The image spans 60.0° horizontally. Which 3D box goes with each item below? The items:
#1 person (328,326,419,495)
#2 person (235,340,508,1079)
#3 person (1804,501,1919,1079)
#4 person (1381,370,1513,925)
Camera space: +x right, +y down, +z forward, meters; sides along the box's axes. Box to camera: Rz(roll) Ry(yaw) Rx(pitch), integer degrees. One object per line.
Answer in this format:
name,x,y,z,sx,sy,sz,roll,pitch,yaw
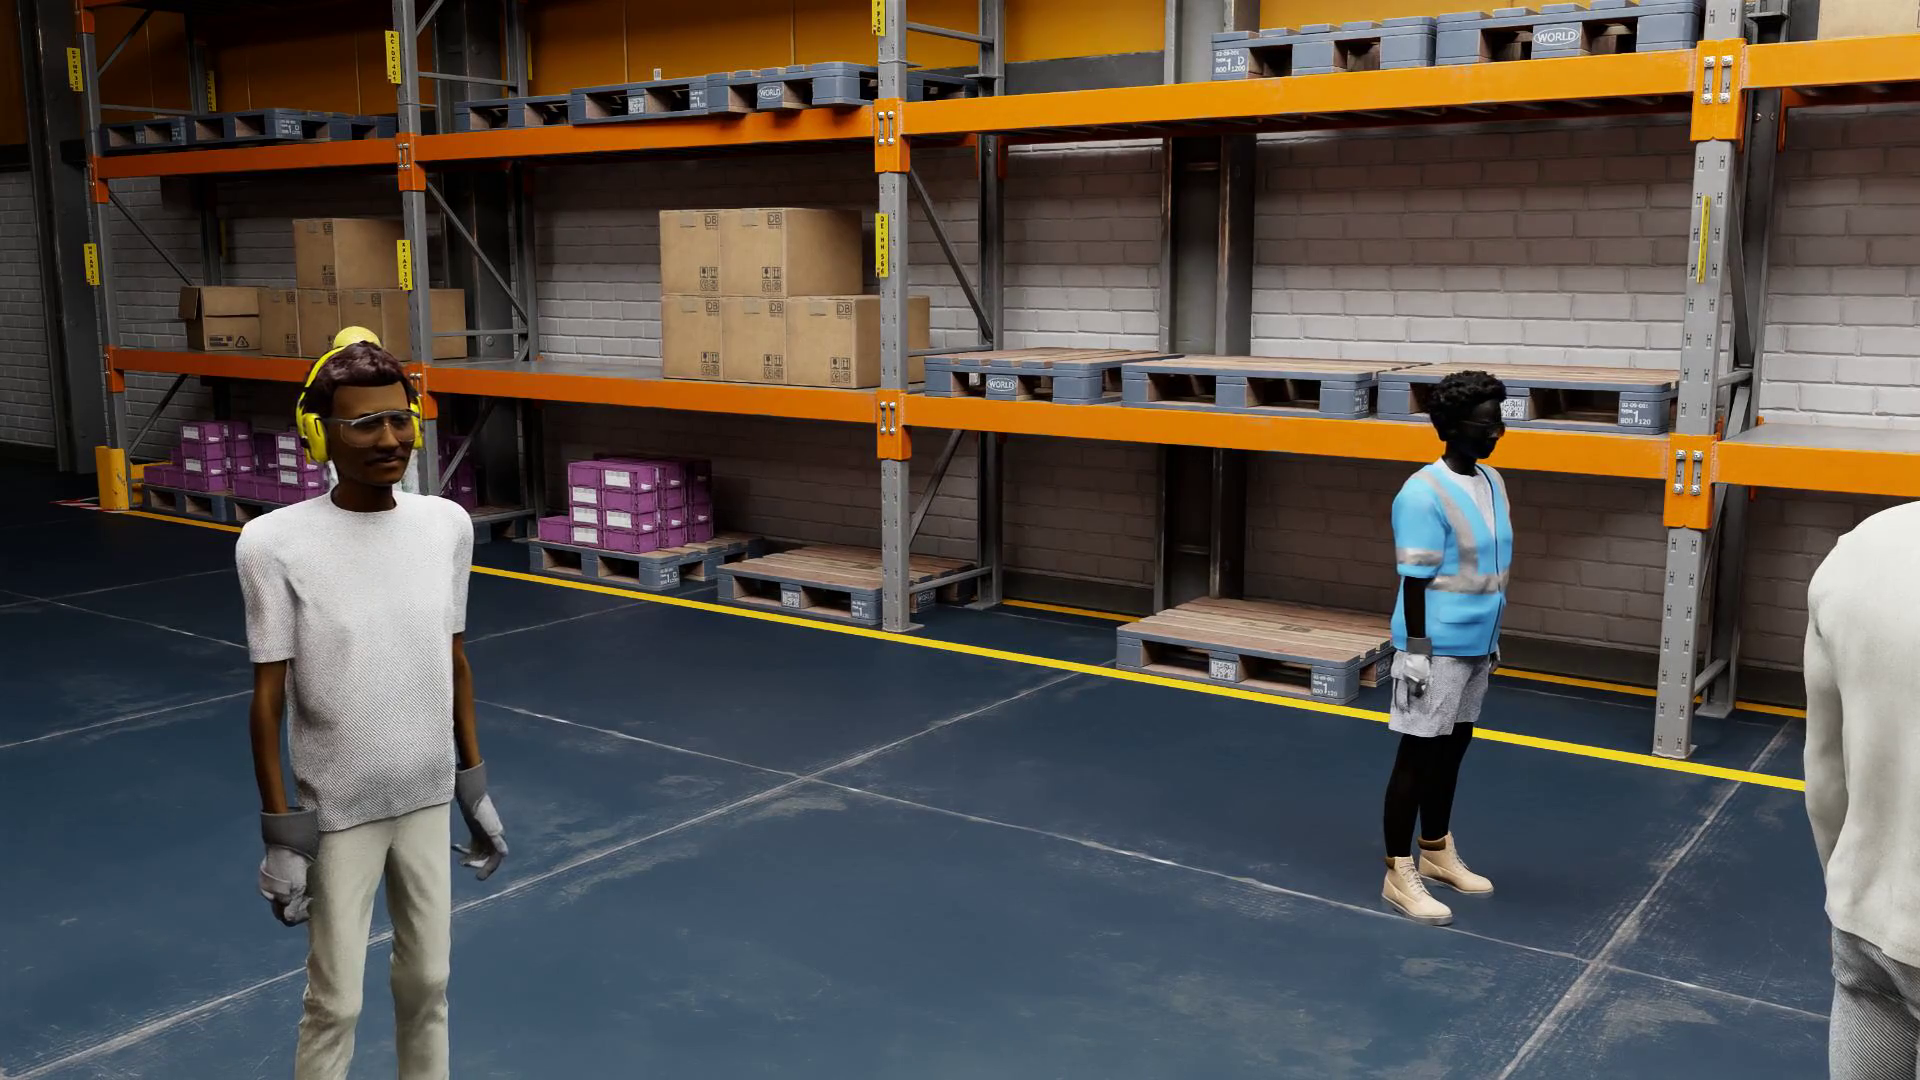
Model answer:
person,-2.571,-0.057,7.267,0.324,1.740,0.492,5,11,27
person,-1.148,0.542,3.318,0.329,1.872,0.511,8,12,39
person,1.533,0.639,2.538,0.372,1.940,0.632,-2,10,-10
person,1.517,0.321,5.151,0.317,1.694,0.540,9,13,43
